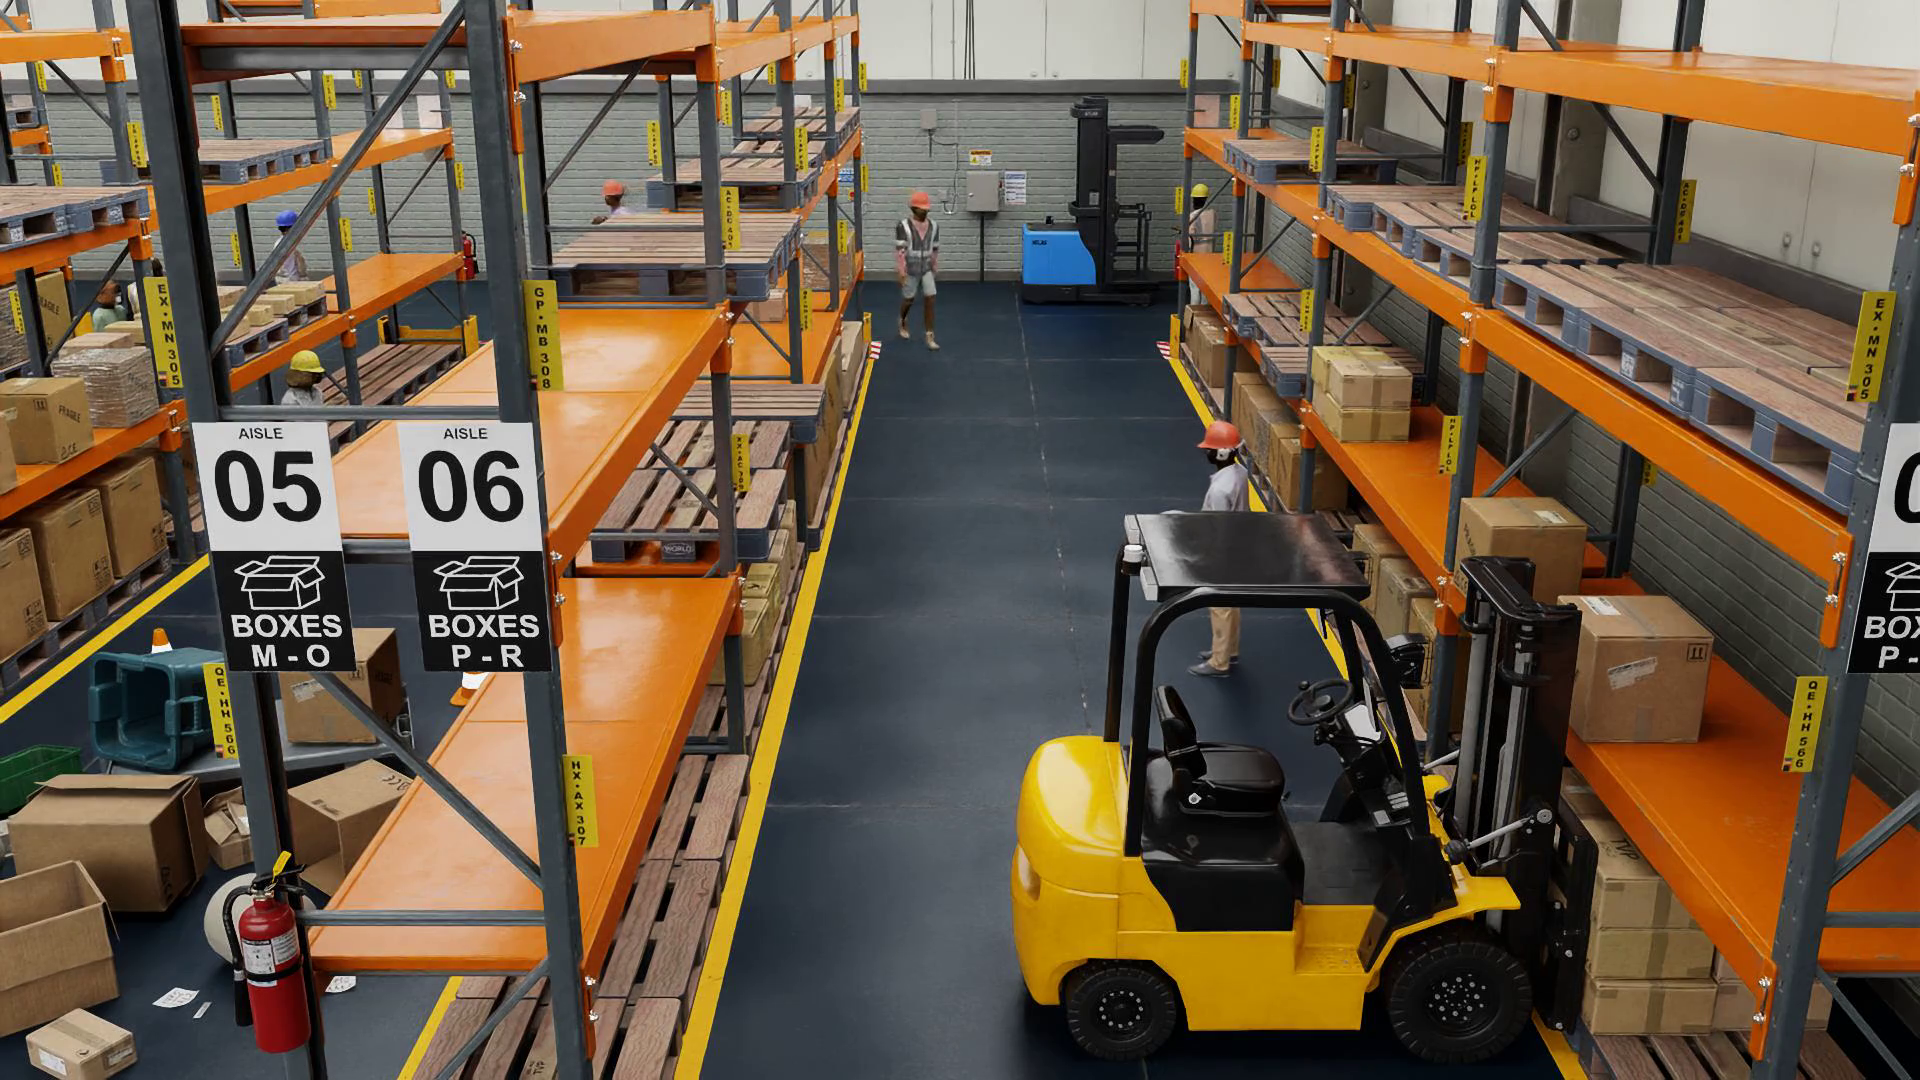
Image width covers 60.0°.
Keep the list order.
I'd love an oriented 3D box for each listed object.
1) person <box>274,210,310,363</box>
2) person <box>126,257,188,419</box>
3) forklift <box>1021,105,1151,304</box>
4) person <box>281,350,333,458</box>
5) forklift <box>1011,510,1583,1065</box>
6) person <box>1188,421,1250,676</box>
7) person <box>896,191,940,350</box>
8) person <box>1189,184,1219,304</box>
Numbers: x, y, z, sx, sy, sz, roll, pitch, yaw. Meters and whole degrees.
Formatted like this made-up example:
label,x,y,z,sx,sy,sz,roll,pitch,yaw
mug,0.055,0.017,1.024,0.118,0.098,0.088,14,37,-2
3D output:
label,x,y,z,sx,sy,sz,roll,pitch,yaw
person,-7.972,-2.965,19.915,0.389,1.949,0.604,-11,21,-30
person,-8.265,-2.014,17.221,0.621,1.838,0.429,-4,19,-12
forklift,1.857,-4.944,24.441,1.873,2.768,1.129,0,18,0
person,-5.160,-0.660,13.295,0.321,1.734,0.488,4,19,12
forklift,1.387,1.055,7.378,2.313,2.155,1.214,0,18,0
person,1.729,0.059,11.098,0.344,1.746,0.567,7,20,21
person,-0.551,-3.489,21.402,0.623,2.012,0.854,-7,20,-20
person,3.261,-3.886,22.737,0.587,1.927,0.364,-17,25,-41
